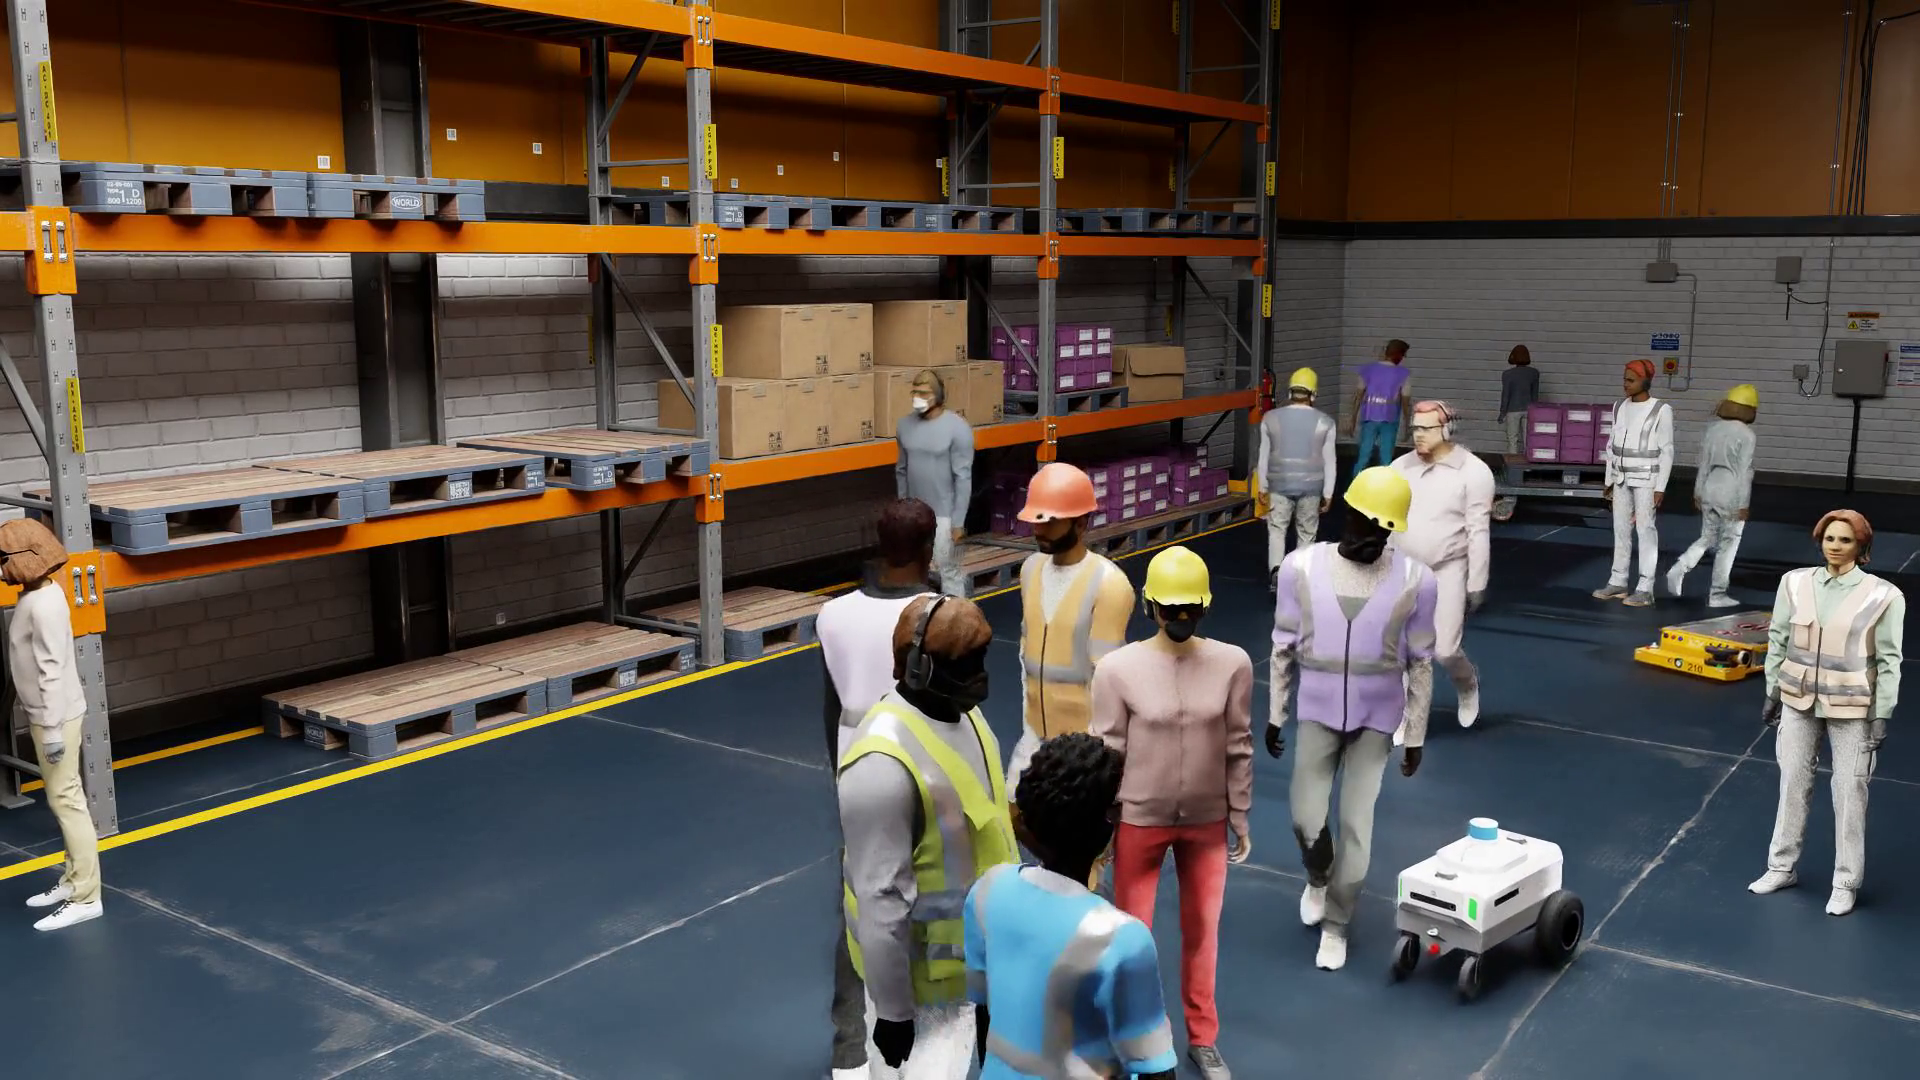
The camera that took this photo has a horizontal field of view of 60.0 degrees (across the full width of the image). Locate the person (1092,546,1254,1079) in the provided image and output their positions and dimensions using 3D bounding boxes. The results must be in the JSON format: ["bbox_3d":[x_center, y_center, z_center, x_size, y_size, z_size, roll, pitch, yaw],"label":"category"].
[{"bbox_3d":[0.668,0.883,5.224,0.522,1.763,0.335,-2,10,-10],"label":"person"}]

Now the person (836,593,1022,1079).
[{"bbox_3d":[-0.060,1.034,4.080,0.429,1.839,0.634,3,10,18],"label":"person"}]

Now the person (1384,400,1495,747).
[{"bbox_3d":[2.572,0.179,9.022,0.594,1.885,0.657,-9,13,-43],"label":"person"}]

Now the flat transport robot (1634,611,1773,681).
[{"bbox_3d":[5.153,0.674,10.883,1.431,0.197,0.652,-6,11,-31],"label":"flat transport robot"}]

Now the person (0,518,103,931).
[{"bbox_3d":[-3.620,0.718,6.603,0.275,1.629,0.500,-6,11,-31],"label":"person"}]

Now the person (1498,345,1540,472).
[{"bbox_3d":[6.646,-1.504,19.802,0.498,1.634,0.280,-3,10,-15],"label":"person"}]

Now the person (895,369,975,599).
[{"bbox_3d":[-0.257,-0.138,10.824,0.655,1.914,0.803,7,12,35],"label":"person"}]

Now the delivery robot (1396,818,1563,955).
[{"bbox_3d":[1.932,1.277,6.171,0.707,0.478,0.477,-9,13,-44],"label":"delivery robot"}]

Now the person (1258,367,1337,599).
[{"bbox_3d":[2.581,-0.412,12.749,0.607,1.818,0.611,3,10,16],"label":"person"}]

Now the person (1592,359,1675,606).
[{"bbox_3d":[5.164,-0.439,12.717,0.337,1.882,0.584,-4,10,-24],"label":"person"}]

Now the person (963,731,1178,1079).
[{"bbox_3d":[0.234,1.226,3.408,0.377,1.685,0.567,-5,11,-28],"label":"person"}]

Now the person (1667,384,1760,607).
[{"bbox_3d":[5.696,-0.318,12.508,0.574,1.717,0.490,-4,10,-21],"label":"person"}]

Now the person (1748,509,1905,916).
[{"bbox_3d":[3.518,0.684,6.746,0.307,1.645,0.519,-8,12,-39],"label":"person"}]

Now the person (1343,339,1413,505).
[{"bbox_3d":[4.463,-1.226,17.641,0.631,1.804,0.454,6,11,33],"label":"person"}]

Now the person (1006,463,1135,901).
[{"bbox_3d":[0.387,0.669,6.011,0.462,1.920,0.539,-9,13,-42],"label":"person"}]

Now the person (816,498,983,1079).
[{"bbox_3d":[-0.192,0.793,5.494,0.601,1.861,1.046,3,10,20],"label":"person"}]

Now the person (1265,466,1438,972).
[{"bbox_3d":[1.448,0.651,6.208,0.621,1.888,0.463,3,10,20],"label":"person"}]
